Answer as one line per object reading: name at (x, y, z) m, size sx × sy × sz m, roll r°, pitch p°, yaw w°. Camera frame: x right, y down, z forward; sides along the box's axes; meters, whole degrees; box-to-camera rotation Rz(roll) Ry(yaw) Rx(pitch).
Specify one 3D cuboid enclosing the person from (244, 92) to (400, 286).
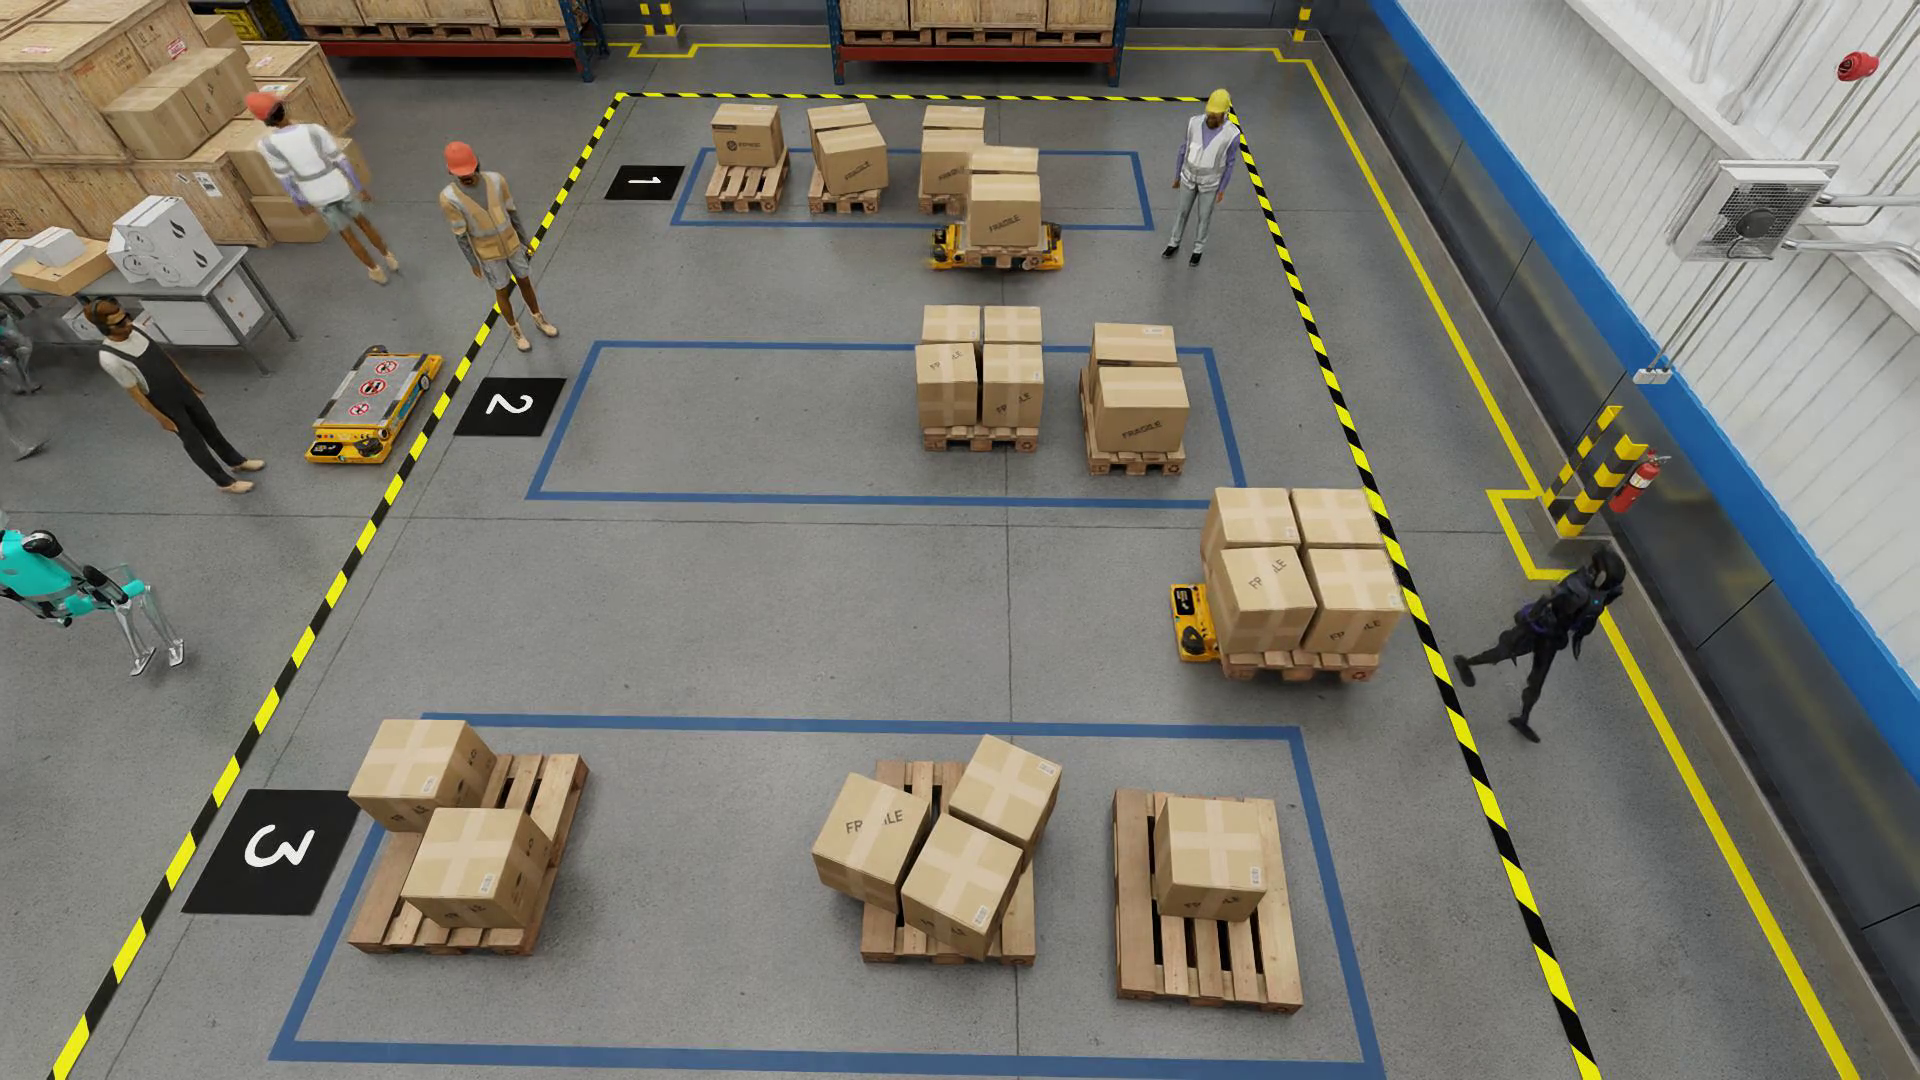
person at (-6.350, -3.472, 9.171) m, size 0.654 × 2.004 × 0.514 m, roll -33°, pitch 57°, yaw -25°

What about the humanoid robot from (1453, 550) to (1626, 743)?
humanoid robot at (3.787, 0.639, 5.929) m, size 0.590 × 1.624 × 0.776 m, roll -6°, pitch 50°, yaw -5°

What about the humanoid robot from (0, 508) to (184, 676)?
humanoid robot at (-5.825, 0.254, 6.099) m, size 0.533 × 1.681 × 0.735 m, roll -12°, pitch 51°, yaw -10°

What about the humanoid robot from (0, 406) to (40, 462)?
humanoid robot at (-8.457, -1.235, 7.477) m, size 0.943 × 1.766 × 0.533 m, roll -2°, pitch 50°, yaw -2°

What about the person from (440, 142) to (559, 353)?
person at (-4.260, -2.690, 8.484) m, size 0.382 × 2.039 × 0.613 m, roll 35°, pitch 58°, yaw 26°

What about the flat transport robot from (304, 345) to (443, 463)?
flat transport robot at (-5.383, -1.269, 8.441) m, size 0.659 × 0.231 × 1.431 m, roll 1°, pitch 50°, yaw 1°

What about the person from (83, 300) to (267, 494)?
person at (-6.243, -1.111, 7.282) m, size 0.349 × 1.839 × 0.498 m, roll -3°, pitch 50°, yaw -3°

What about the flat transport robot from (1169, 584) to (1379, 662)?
flat transport robot at (2.336, 0.589, 6.851) m, size 1.431 × 0.197 × 0.652 m, roll 1°, pitch 50°, yaw 1°

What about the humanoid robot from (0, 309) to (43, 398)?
humanoid robot at (-8.804, -1.932, 8.116) m, size 0.702 × 1.902 × 0.541 m, roll -9°, pitch 50°, yaw -8°

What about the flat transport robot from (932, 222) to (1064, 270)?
flat transport robot at (0.418, -3.255, 10.103) m, size 1.431 × 0.197 × 0.652 m, roll 1°, pitch 50°, yaw 1°

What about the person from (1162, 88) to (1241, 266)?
person at (2.494, -3.735, 9.500) m, size 0.587 × 1.837 × 0.404 m, roll 24°, pitch 54°, yaw 19°
